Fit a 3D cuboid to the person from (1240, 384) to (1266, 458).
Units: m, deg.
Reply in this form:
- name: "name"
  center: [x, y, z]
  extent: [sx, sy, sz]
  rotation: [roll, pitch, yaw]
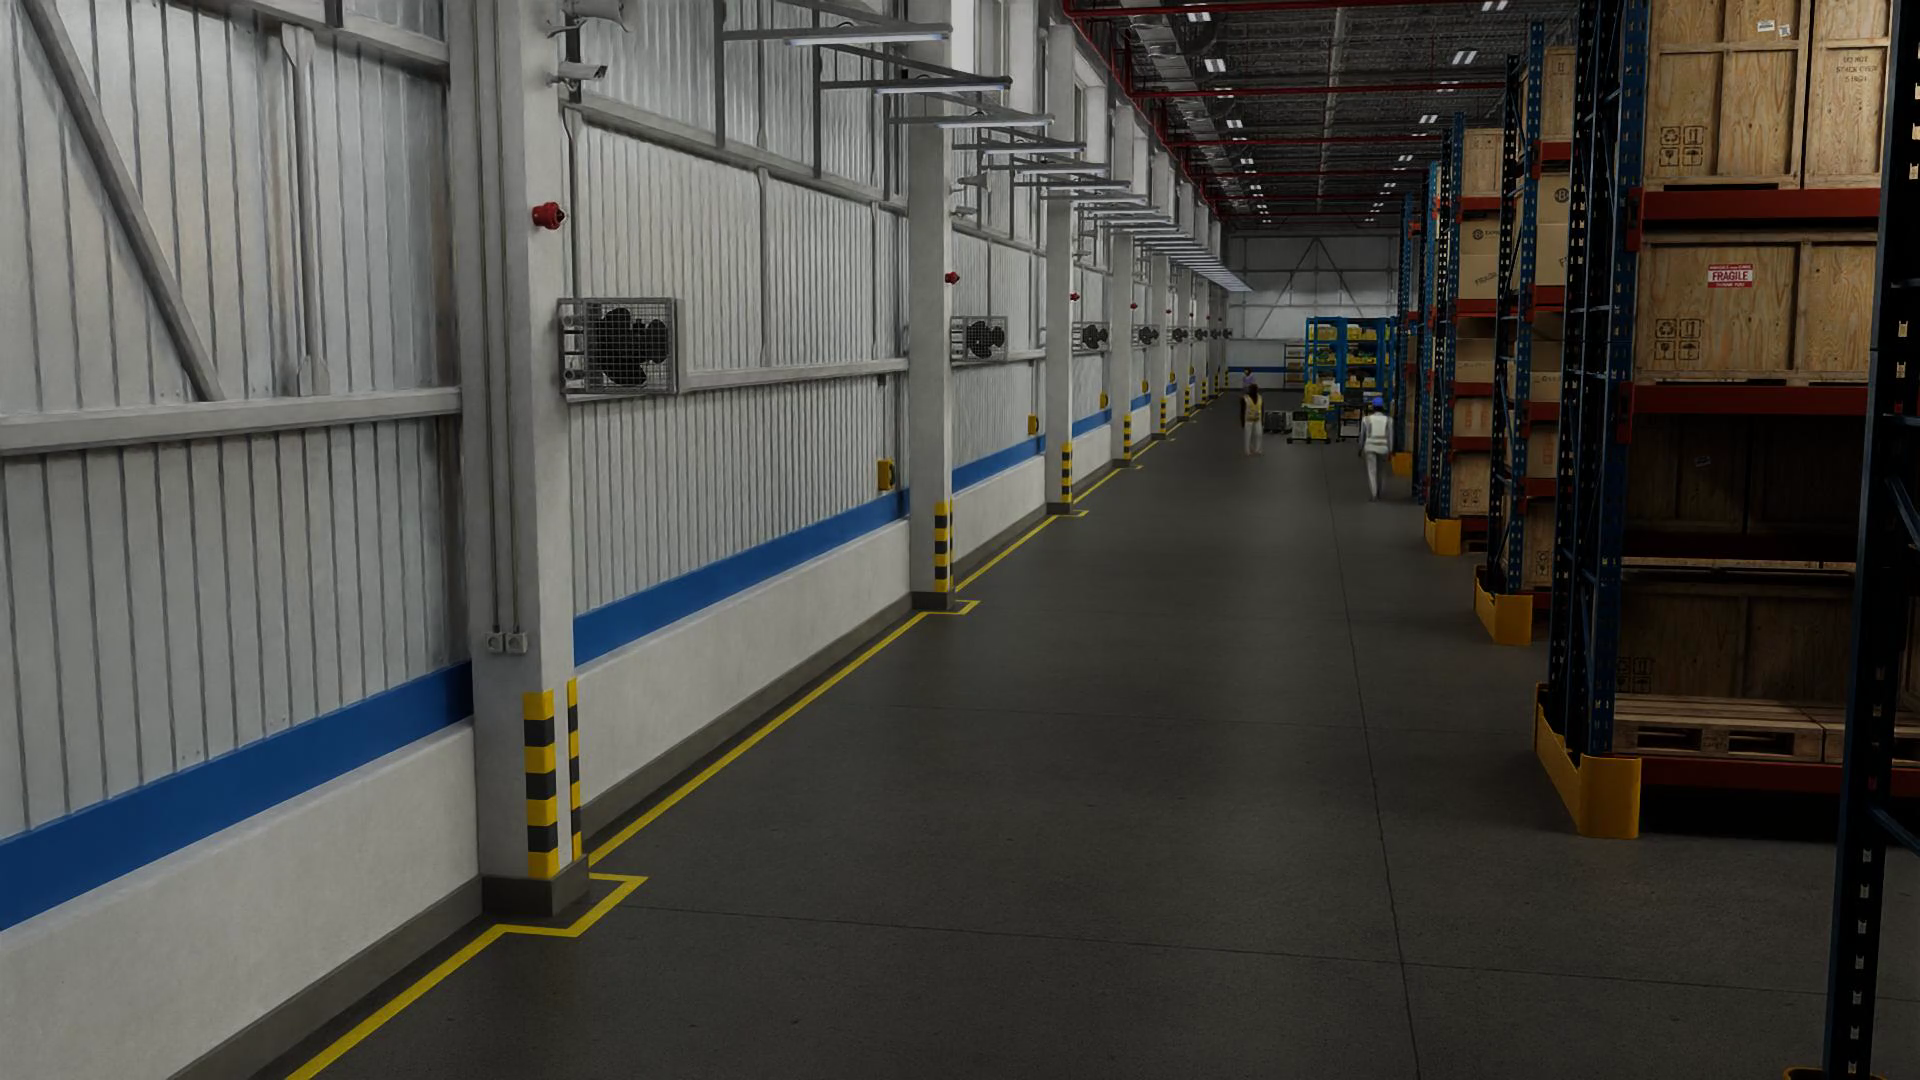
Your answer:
- name: "person"
  center: [7.269, -2.931, 41.082]
  extent: [0.660, 1.807, 0.867]
  rotation: [-2, 7, -13]

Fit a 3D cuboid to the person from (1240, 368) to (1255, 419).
- name: "person"
  center: [10.288, -5.230, 59.365]
  extent: [0.390, 1.846, 0.565]
  rotation: [-4, 8, -31]

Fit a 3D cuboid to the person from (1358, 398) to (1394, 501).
- name: "person"
  center: [7.676, -1.672, 30.669]
  extent: [0.600, 1.906, 0.992]
  rotation: [0, 7, 2]
